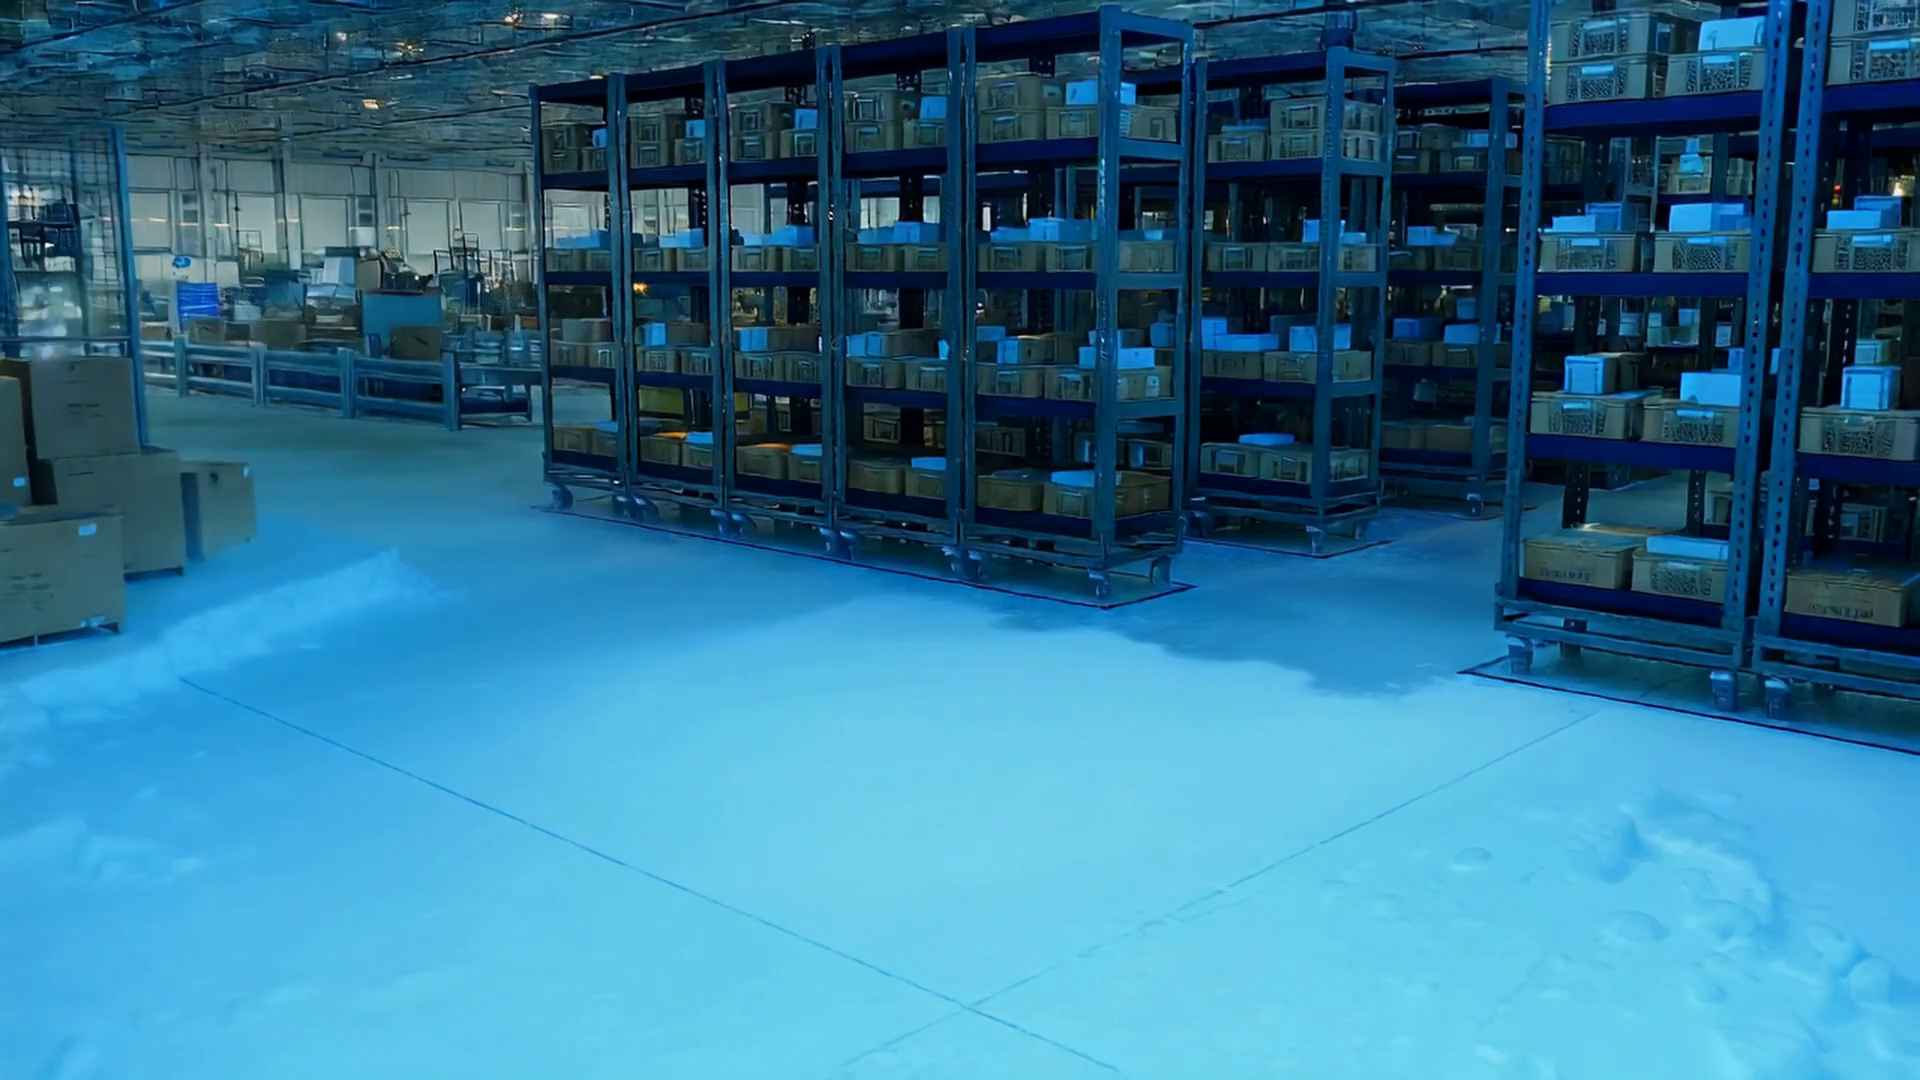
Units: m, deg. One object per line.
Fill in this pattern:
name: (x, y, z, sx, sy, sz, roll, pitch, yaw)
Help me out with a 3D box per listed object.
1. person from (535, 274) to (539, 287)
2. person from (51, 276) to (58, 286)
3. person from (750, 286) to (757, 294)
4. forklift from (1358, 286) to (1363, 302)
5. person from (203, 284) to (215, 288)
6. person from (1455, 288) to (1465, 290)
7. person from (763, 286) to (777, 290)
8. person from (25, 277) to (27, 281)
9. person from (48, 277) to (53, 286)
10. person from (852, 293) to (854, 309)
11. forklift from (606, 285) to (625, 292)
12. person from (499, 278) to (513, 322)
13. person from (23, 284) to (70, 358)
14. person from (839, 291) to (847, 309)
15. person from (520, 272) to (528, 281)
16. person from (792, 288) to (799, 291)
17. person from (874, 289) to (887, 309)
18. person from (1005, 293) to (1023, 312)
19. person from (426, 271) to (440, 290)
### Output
person: (-19.544, -11.427, 77.271, 0.937, 1.812, 0.541, -2, 9, -11)
person: (-38.318, -10.396, 70.632, 0.642, 1.928, 0.387, -2, 9, -12)
person: (-7.742, -8.845, 61.817, 0.578, 1.680, 0.536, -1, 9, -8)
forklift: (11.100, -7.017, 46.970, 1.873, 2.768, 1.129, 9, 13, 43)
person: (-37.147, -12.230, 82.170, 0.567, 1.823, 0.663, 5, 10, 27)
person: (19.629, -9.606, 65.431, 0.392, 2.035, 0.605, -1, 9, -8)
person: (-8.230, -10.669, 72.246, 0.629, 1.921, 0.932, -2, 9, -12)
person: (-44.172, -11.716, 78.780, 0.992, 1.906, 0.600, -3, 10, -20)
person: (-34.697, -9.187, 63.201, 0.571, 1.920, 0.531, 3, 10, 16)
person: (-4.004, -8.637, 60.268, 0.862, 1.783, 0.599, 3, 10, 16)
forklift: (-18.219, -13.560, 87.081, 1.873, 2.768, 1.129, 9, 13, 43)
person: (-16.343, -8.533, 59.774, 0.530, 1.732, 0.432, 5, 10, 27)
person: (-10.646, -2.008, 19.261, 0.508, 1.892, 0.672, 0, 9, 2)
person: (-3.120, -5.905, 43.730, 0.573, 1.711, 0.927, -8, 12, -40)
person: (-22.415, -12.886, 85.918, 0.766, 1.905, 0.584, -7, 11, -35)
person: (-7.884, -11.656, 78.659, 0.533, 1.812, 0.937, 5, 11, 29)
person: (-2.786, -8.418, 59.335, 0.890, 1.640, 0.527, 3, 10, 17)
person: (0.621, -2.266, 21.056, 0.404, 1.830, 0.596, -1, 9, -6)
person: (-18.733, -8.588, 59.309, 0.622, 1.992, 0.396, 5, 11, 29)
